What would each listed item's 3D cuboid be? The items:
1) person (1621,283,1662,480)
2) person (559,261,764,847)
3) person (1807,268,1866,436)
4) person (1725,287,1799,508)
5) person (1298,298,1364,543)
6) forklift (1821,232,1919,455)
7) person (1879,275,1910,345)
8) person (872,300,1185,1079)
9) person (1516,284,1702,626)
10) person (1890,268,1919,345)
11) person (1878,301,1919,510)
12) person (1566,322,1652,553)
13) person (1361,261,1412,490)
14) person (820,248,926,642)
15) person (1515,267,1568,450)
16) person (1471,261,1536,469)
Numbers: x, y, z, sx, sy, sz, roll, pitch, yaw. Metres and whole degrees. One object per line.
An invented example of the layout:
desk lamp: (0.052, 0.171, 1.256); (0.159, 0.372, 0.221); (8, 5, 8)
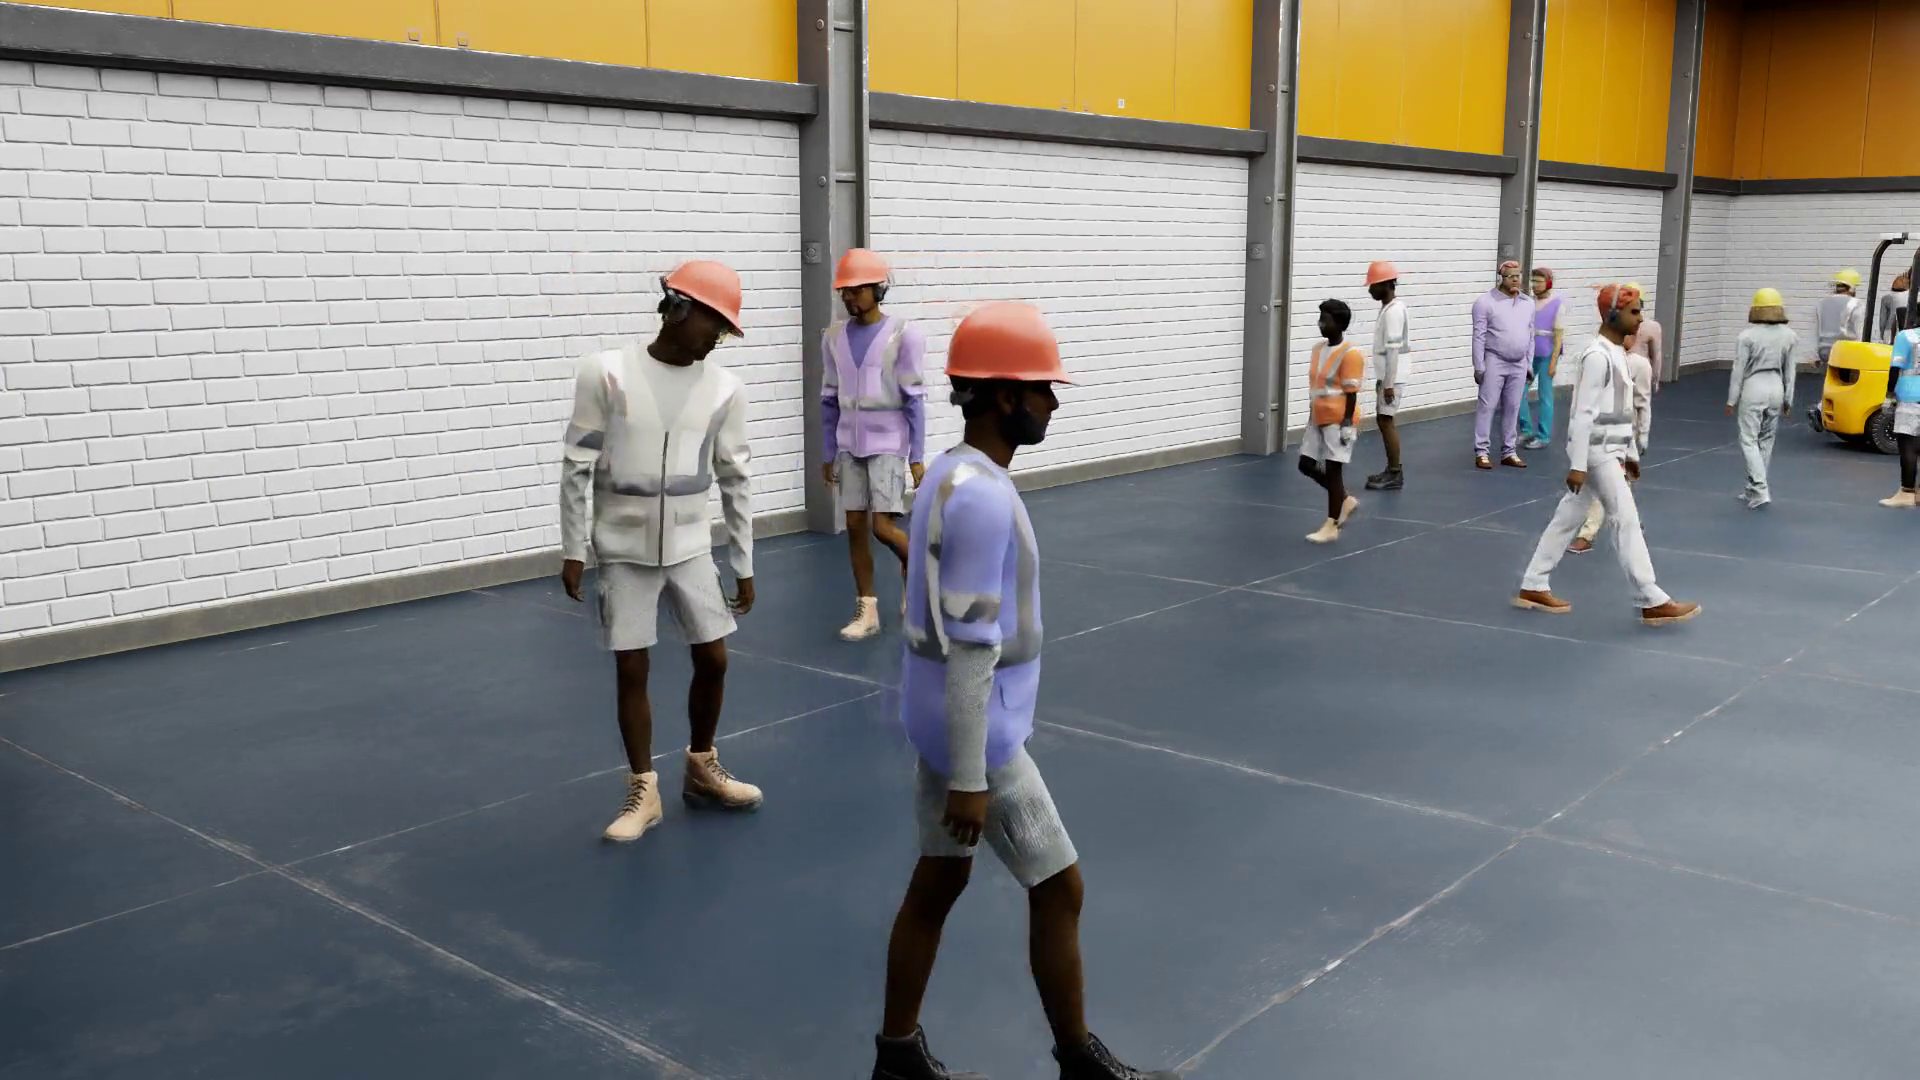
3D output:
person: (5.906, -1.401, 14.717); (0.524, 1.720, 0.923); (5, 11, 28)
person: (-1.026, 0.046, 5.732); (0.711, 1.988, 0.413); (-4, 11, -22)
person: (9.390, -2.001, 17.843); (0.602, 1.811, 0.596); (-3, 10, -18)
person: (6.284, -1.110, 13.057); (0.502, 1.743, 0.584); (-1, 10, -4)
person: (2.586, -0.818, 11.452); (0.424, 1.684, 0.550); (-4, 11, -20)
forklift: (9.955, -1.972, 16.595); (2.313, 2.155, 1.214); (1, 10, 8)
person: (13.607, -3.017, 24.140); (0.286, 1.633, 0.499); (-9, 14, -43)
person: (0.162, 0.421, 3.799); (0.856, 1.902, 0.563); (-1, 10, -8)
person: (3.532, -0.462, 9.043); (0.977, 1.828, 0.601); (5, 11, 28)
person: (11.028, -2.278, 19.367); (0.854, 1.839, 0.526); (-2, 10, -12)
person: (7.507, -1.071, 12.992); (0.590, 1.654, 0.384); (-2, 10, -11)
person: (4.411, -0.732, 11.257); (0.865, 1.588, 0.518); (-6, 12, -31)
person: (3.576, -1.370, 13.965); (0.460, 1.911, 0.564); (2, 10, 11)
person: (-0.430, -0.485, 8.614); (0.632, 2.024, 0.557); (6, 12, 30)
person: (5.777, -1.809, 16.694); (0.550, 1.827, 0.606); (-5, 11, -26)
person: (5.028, -1.609, 15.349); (0.643, 1.909, 0.410); (-3, 10, -16)
